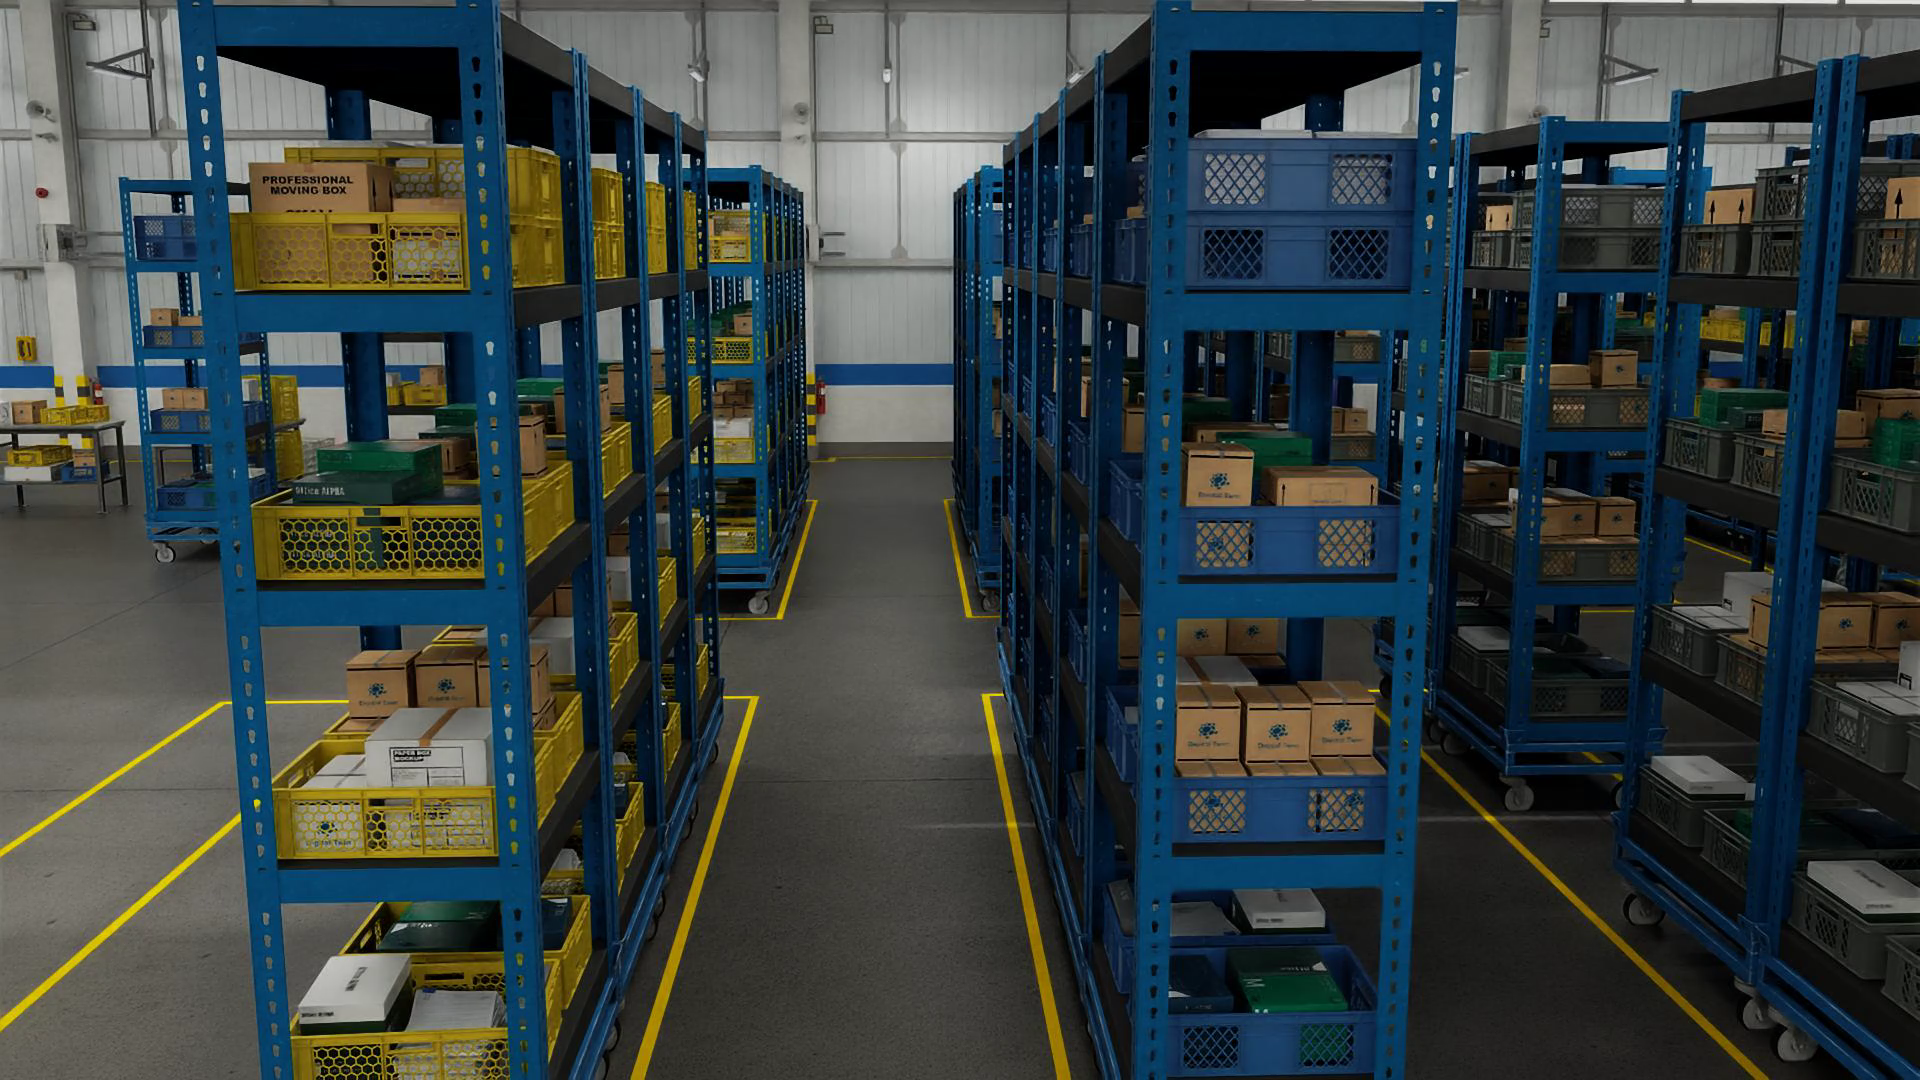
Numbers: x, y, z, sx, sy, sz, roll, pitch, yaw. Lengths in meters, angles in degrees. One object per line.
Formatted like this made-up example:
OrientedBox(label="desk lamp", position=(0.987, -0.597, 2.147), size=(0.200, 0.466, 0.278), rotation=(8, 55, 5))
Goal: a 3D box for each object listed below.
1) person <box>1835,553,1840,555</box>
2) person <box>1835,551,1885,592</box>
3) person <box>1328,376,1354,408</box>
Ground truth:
OrientedBox(label="person", position=(8.681, -0.828, 16.072), size=(0.455, 1.977, 0.631), rotation=(0, 10, -1))
OrientedBox(label="person", position=(6.696, -0.083, 12.246), size=(0.597, 1.832, 0.404), rotation=(-4, 11, -24))
OrientedBox(label="person", position=(3.924, -1.064, 17.817), size=(0.564, 1.838, 0.390), rotation=(0, 10, -2))
